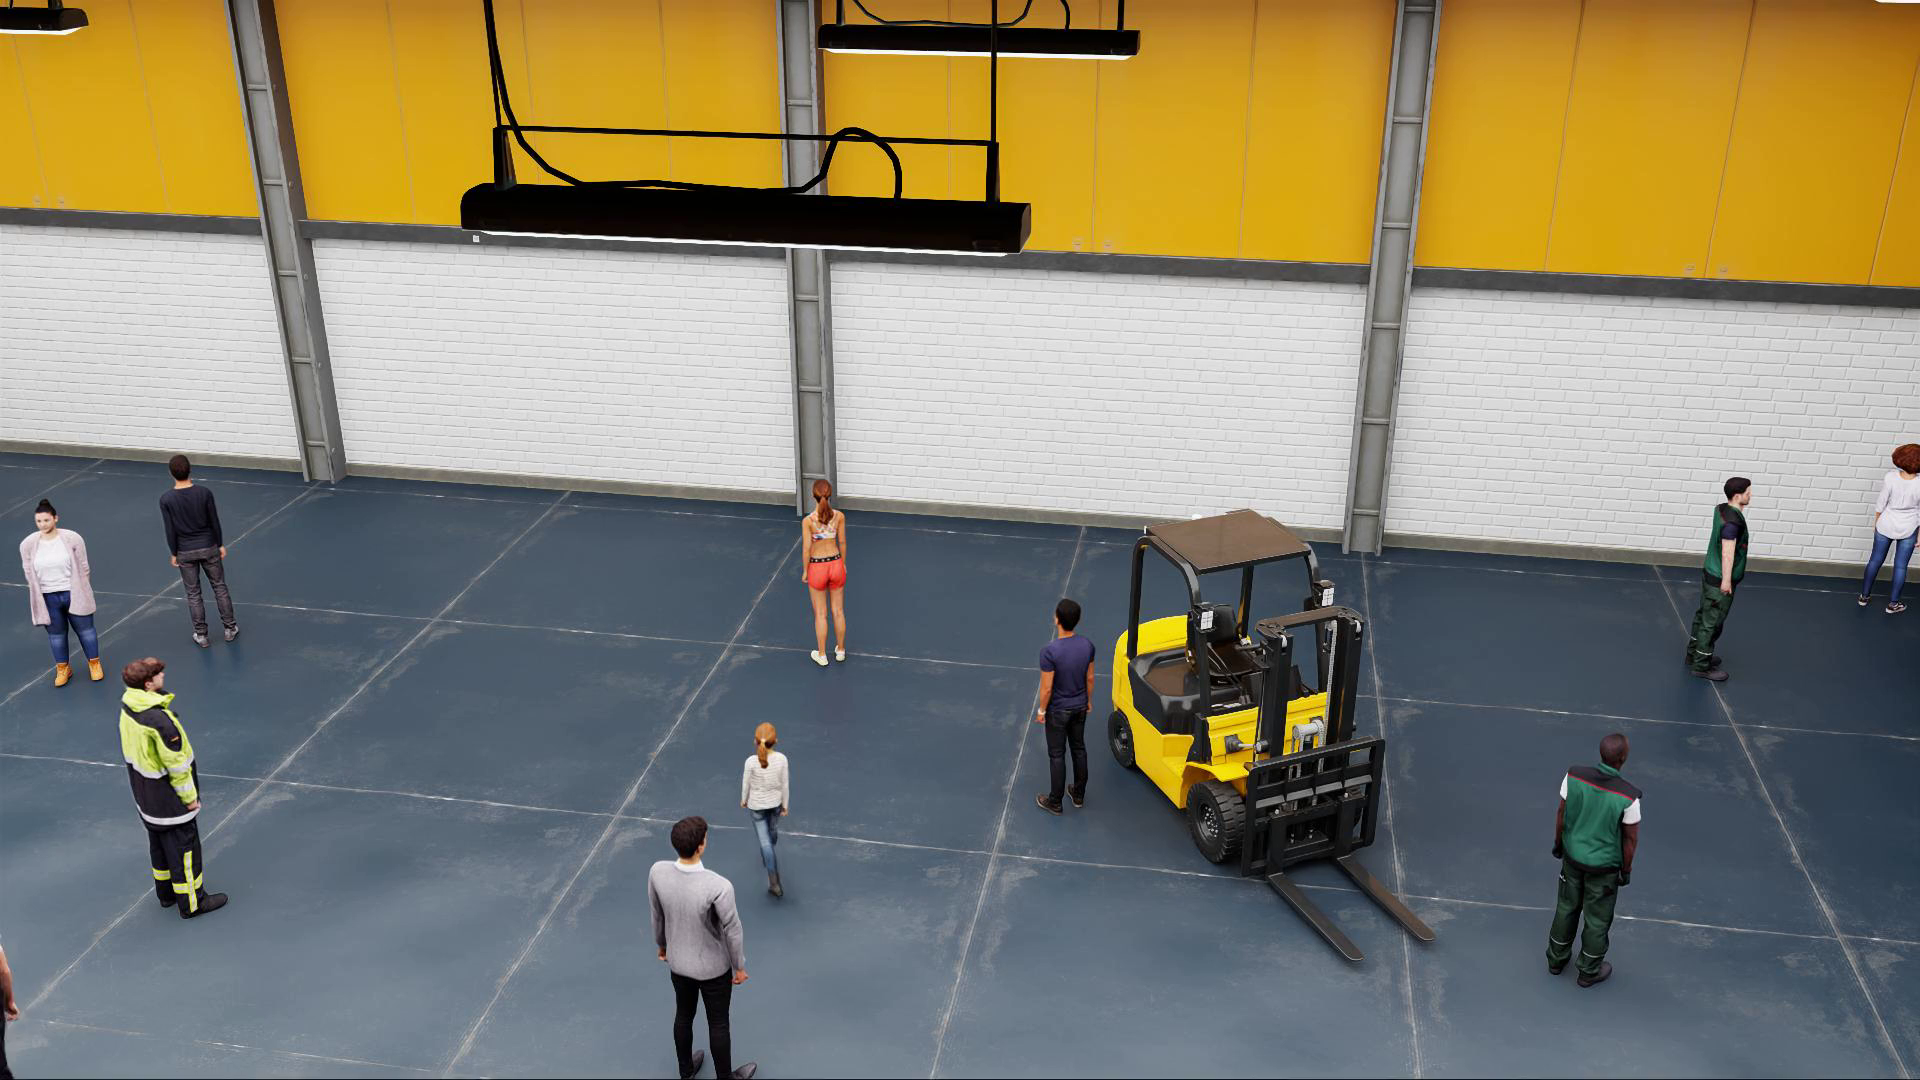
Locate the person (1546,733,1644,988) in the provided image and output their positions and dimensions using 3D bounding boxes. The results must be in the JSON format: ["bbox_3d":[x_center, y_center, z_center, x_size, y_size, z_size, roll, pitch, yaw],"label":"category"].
[{"bbox_3d":[4.165,2.090,10.955,0.734,1.837,0.838,21,32,40],"label":"person"}]

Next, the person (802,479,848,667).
[{"bbox_3d":[-1.220,0.289,15.132,0.652,1.792,0.741,-9,25,-20],"label":"person"}]

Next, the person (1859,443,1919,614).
[{"bbox_3d":[9.134,-0.134,16.199,0.814,1.712,0.734,-21,31,-39],"label":"person"}]

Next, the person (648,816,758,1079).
[{"bbox_3d":[-1.570,2.488,9.938,0.629,1.922,0.853,9,25,20],"label":"person"}]

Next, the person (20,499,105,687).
[{"bbox_3d":[-7.999,0.454,14.816,0.746,1.742,0.857,-8,25,-18],"label":"person"}]

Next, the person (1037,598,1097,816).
[{"bbox_3d":[0.825,1.286,12.850,0.685,1.793,0.770,-13,27,-27],"label":"person"}]

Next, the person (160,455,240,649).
[{"bbox_3d":[-7.091,0.098,15.471,0.695,1.871,0.770,-13,27,-28],"label":"person"}]

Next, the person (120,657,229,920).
[{"bbox_3d":[-5.571,1.711,11.642,0.784,1.981,0.931,17,29,34],"label":"person"}]

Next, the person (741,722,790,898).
[{"bbox_3d":[-1.386,1.953,11.950,0.899,1.292,0.825,-7,25,-17],"label":"person"}]

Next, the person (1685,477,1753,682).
[{"bbox_3d":[6.830,0.318,14.937,0.573,1.894,0.678,5,24,12],"label":"person"}]
